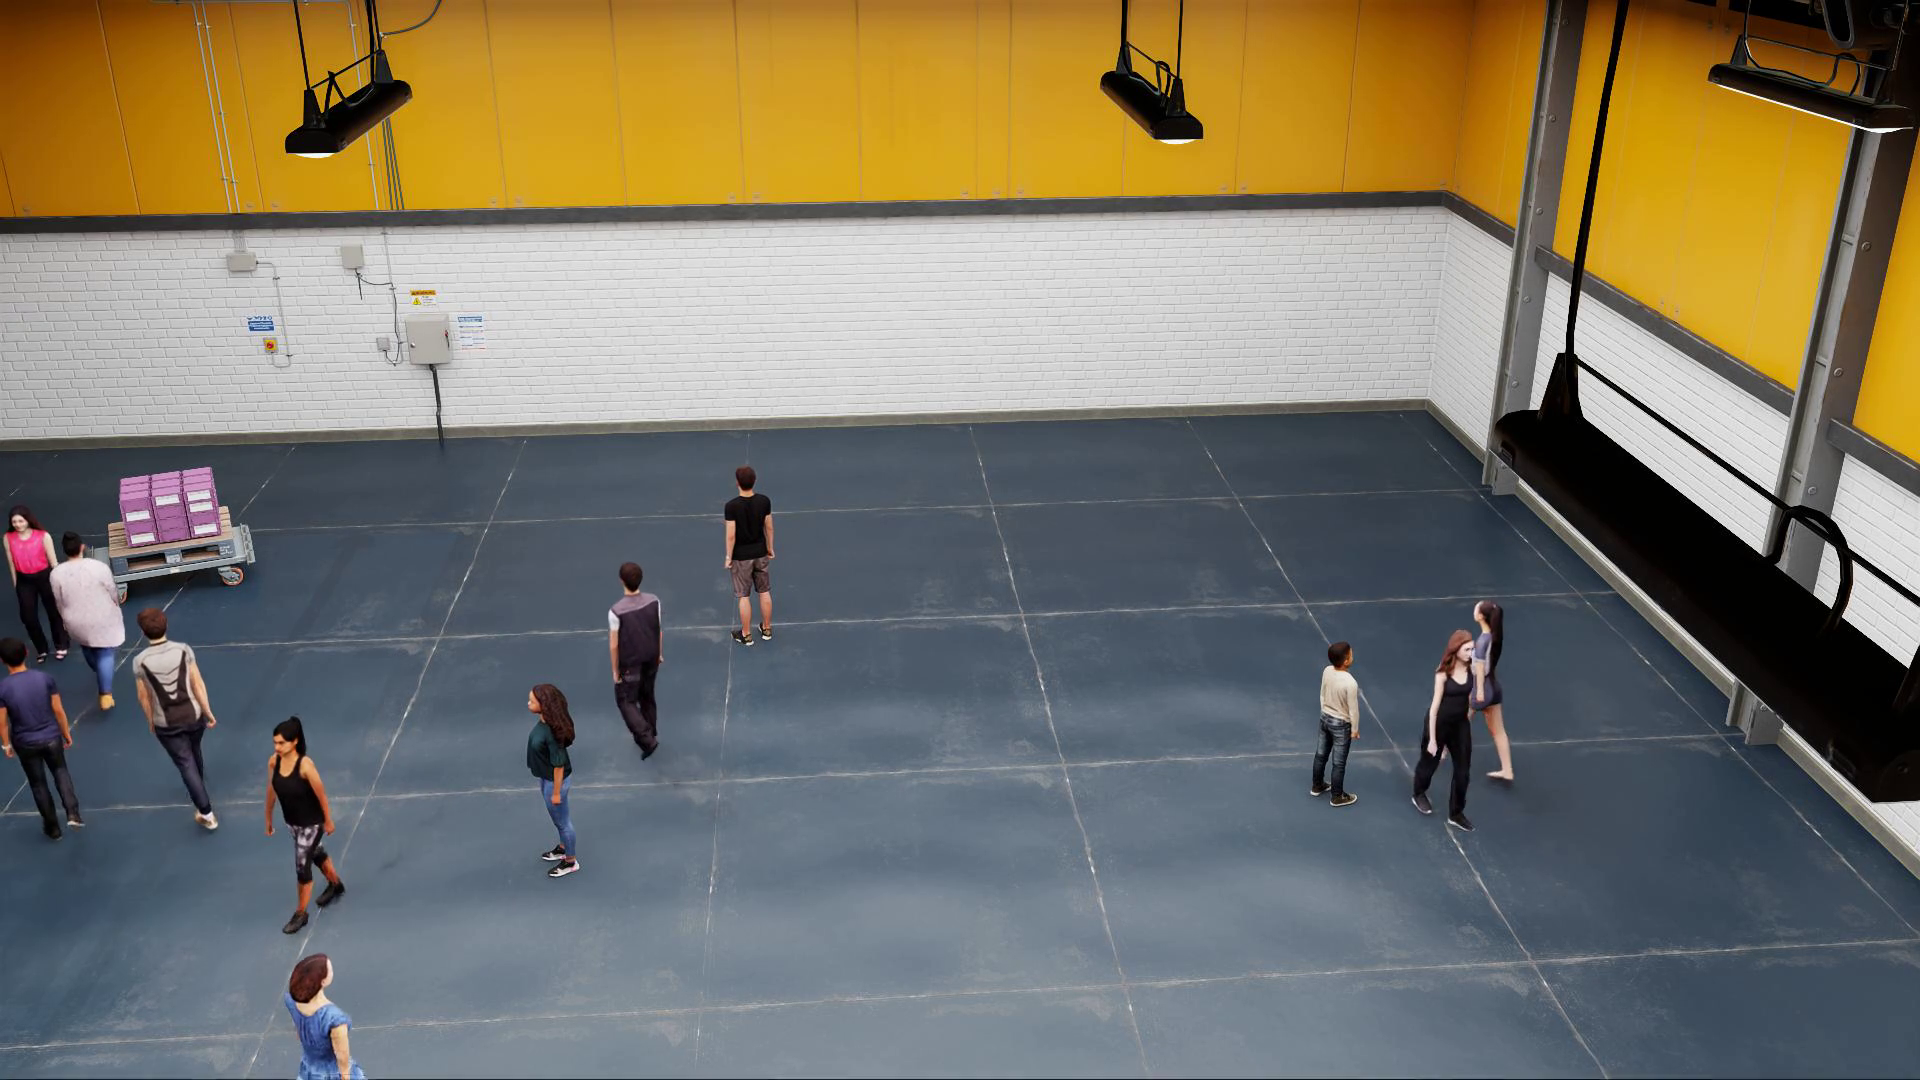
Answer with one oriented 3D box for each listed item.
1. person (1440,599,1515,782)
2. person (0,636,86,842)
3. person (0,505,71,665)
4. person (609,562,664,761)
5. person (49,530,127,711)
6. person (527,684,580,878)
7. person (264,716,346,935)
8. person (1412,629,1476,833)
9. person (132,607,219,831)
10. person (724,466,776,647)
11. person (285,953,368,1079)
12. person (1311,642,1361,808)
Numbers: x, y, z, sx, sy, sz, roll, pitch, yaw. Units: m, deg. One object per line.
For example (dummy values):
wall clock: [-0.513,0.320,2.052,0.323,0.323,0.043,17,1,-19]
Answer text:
person: [4.516,1.319,14.097,1.008,1.601,1.120,-22,32,-40]
person: [-7.297,1.622,13.181,0.816,1.780,0.876,-19,30,-37]
person: [-8.932,0.398,16.148,0.657,1.646,0.687,-7,25,-15]
person: [-2.735,1.080,14.352,0.895,1.836,0.995,-17,29,-33]
person: [-7.985,0.756,15.255,0.733,1.705,1.101,-4,24,-10]
person: [-3.140,1.839,12.889,0.727,1.617,0.619,-9,25,-20]
person: [-4.832,2.032,12.417,0.877,1.641,1.024,10,26,22]
person: [3.916,1.477,13.595,0.793,1.714,0.984,-9,25,-19]
person: [-6.267,1.486,13.417,1.049,1.841,1.190,-19,30,-37]
person: [-2.088,0.143,16.464,0.769,1.861,0.743,-14,27,-29]
person: [-3.695,3.194,9.589,0.979,1.778,1.188,10,25,21]
person: [3.121,1.514,13.821,0.685,1.465,0.589,-16,28,-32]
